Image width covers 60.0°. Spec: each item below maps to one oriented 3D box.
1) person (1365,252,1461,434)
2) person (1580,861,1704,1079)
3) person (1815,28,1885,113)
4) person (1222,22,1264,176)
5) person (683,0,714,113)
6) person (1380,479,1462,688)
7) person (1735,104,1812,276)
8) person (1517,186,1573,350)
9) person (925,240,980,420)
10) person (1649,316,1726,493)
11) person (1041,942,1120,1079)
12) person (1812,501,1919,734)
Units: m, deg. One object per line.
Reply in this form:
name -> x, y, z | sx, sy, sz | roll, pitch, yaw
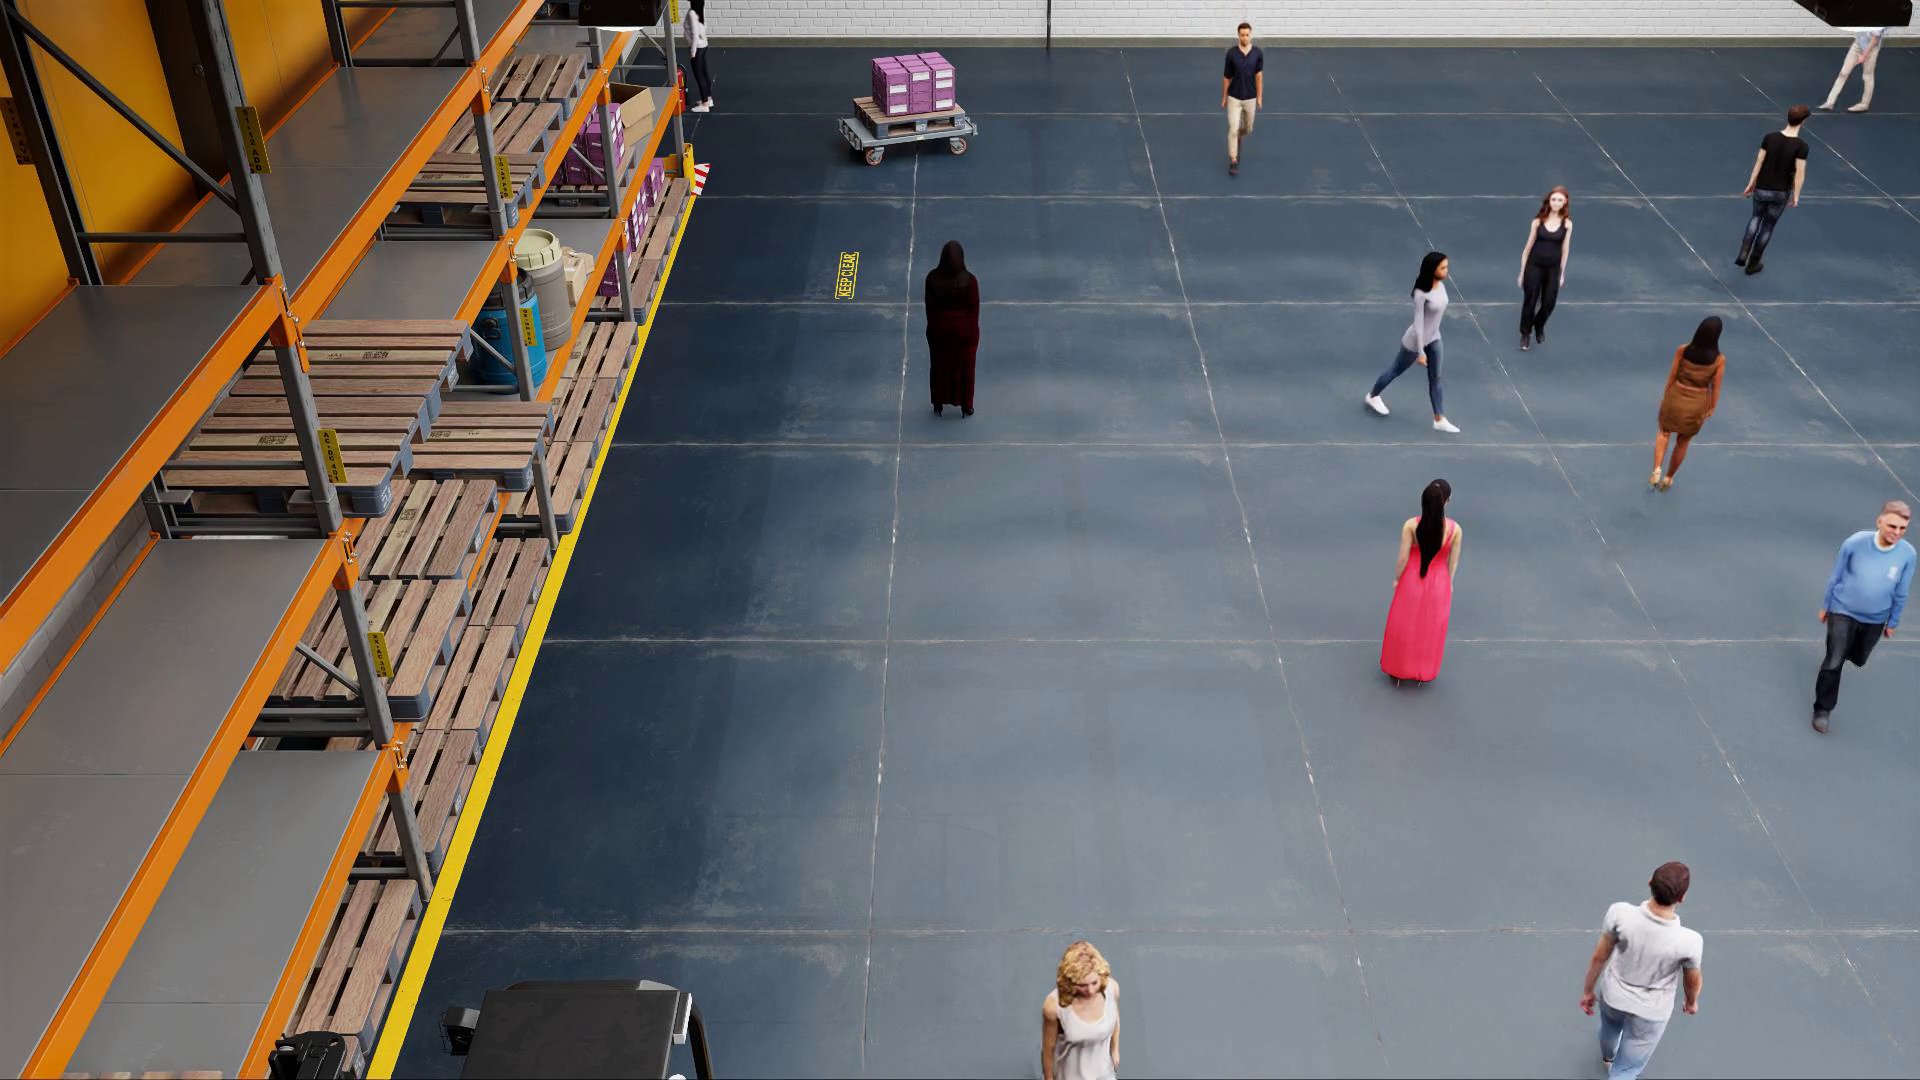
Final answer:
person -> 4.130, -1.826, 15.269 | 1.121, 1.684, 1.222 | -27, 42, -34
person -> 3.477, 2.492, 8.670 | 1.140, 1.798, 1.241 | 26, 42, 34
person -> 12.236, -6.614, 22.365 | 0.855, 1.803, 1.021 | -1, 34, -2
person -> 3.503, -5.529, 20.705 | 0.648, 1.833, 1.007 | 1, 34, 2
person -> -3.552, -6.682, 22.559 | 0.695, 1.701, 0.511 | 3, 34, 4
person -> 3.342, 0.328, 11.987 | 0.653, 1.730, 0.625 | 5, 34, 8
person -> 8.744, -3.751, 17.983 | 0.858, 1.885, 0.918 | 29, 43, 36
person -> 5.812, -2.739, 16.596 | 0.677, 1.735, 0.740 | 8, 34, 11
person -> -0.069, -1.937, 15.372 | 0.707, 1.756, 0.664 | 7, 34, 10
person -> 6.182, -1.113, 14.200 | 0.721, 1.679, 0.768 | 18, 37, 24
person -> 0.596, 2.630, 8.590 | 0.707, 1.657, 0.717 | -13, 36, -19
person -> 6.335, 0.456, 11.740 | 0.902, 1.790, 1.167 | 12, 35, 17
